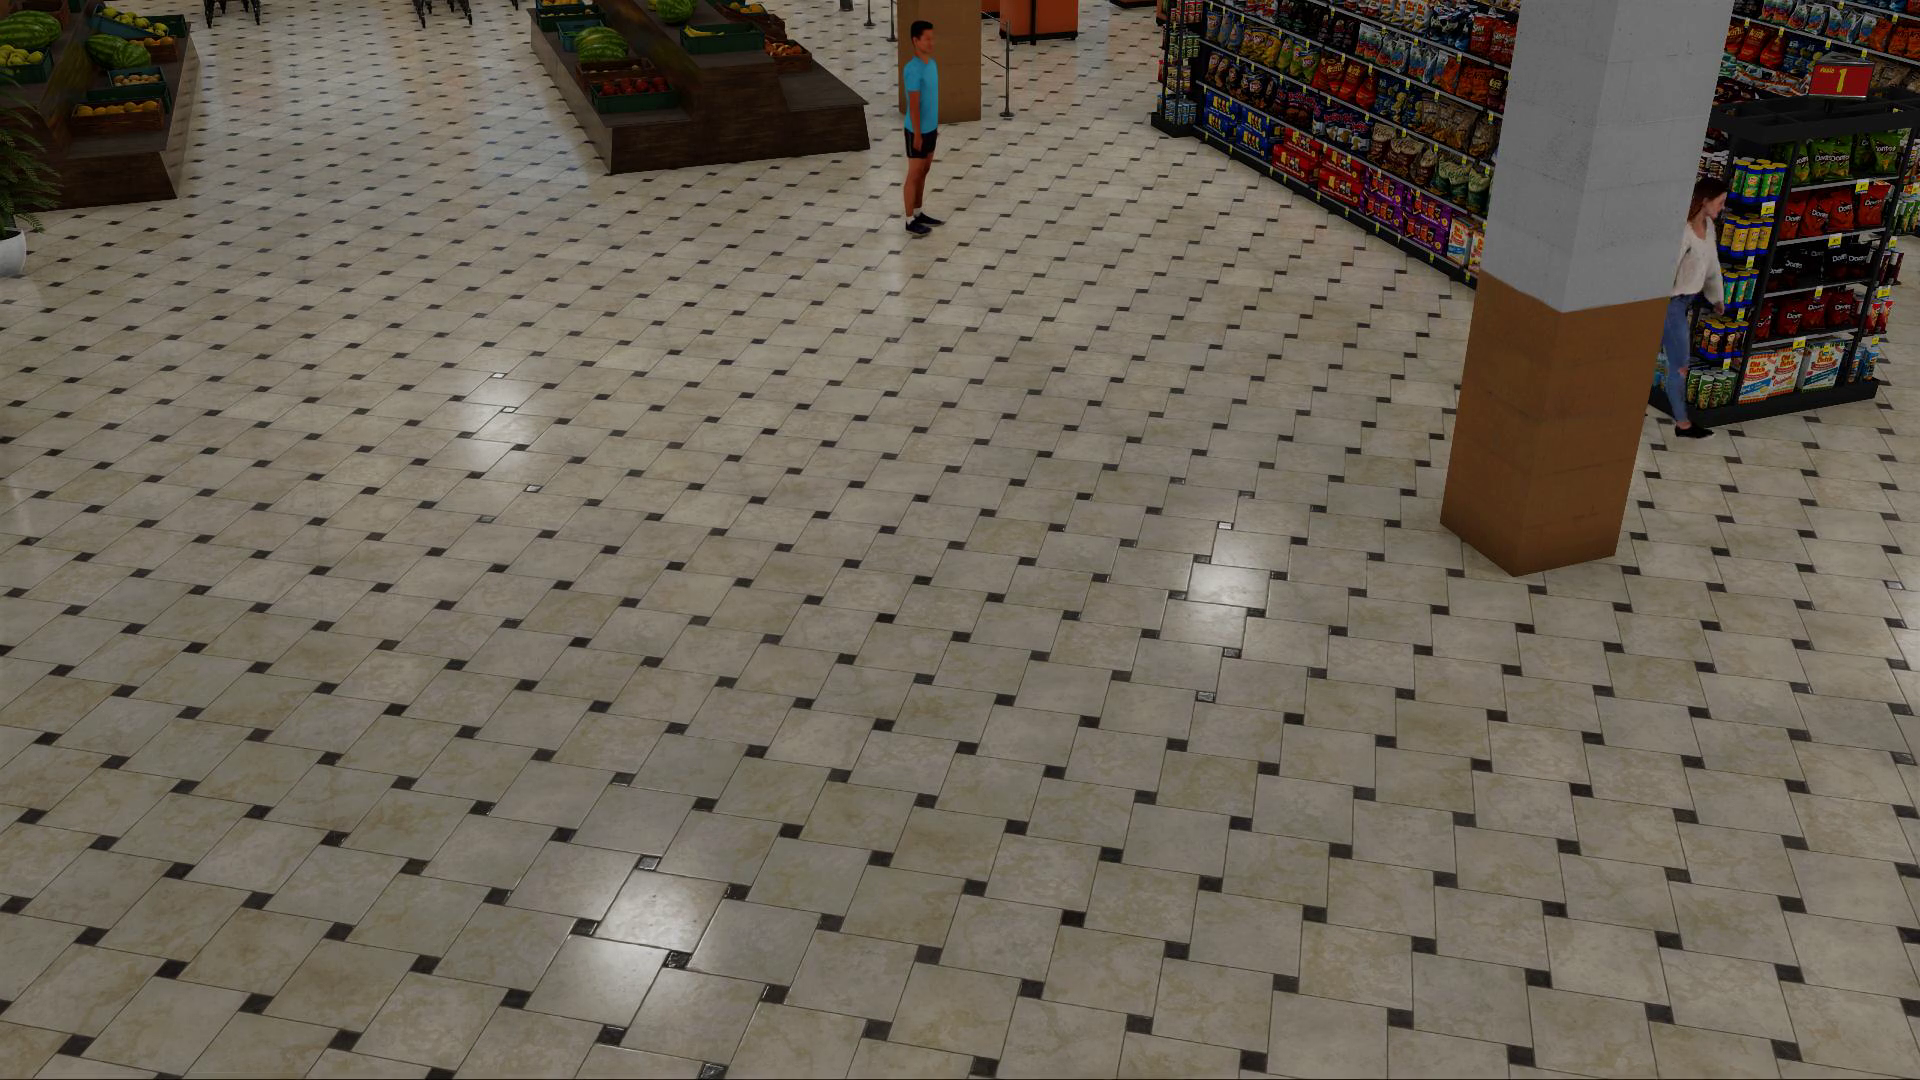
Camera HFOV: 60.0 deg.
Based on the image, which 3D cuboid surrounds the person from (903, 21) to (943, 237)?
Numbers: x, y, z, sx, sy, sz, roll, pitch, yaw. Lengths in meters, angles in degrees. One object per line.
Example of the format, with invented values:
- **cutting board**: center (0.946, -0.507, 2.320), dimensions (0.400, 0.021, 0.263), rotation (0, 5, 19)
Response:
- **person**: center (-0.338, -3.509, 14.168), dimensions (0.742, 1.775, 0.658), rotation (9, 30, 16)

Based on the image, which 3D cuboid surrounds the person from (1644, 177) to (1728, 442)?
- **person**: center (4.460, -1.501, 10.611), dimensions (1.064, 1.660, 0.895), rotation (23, 36, 35)
